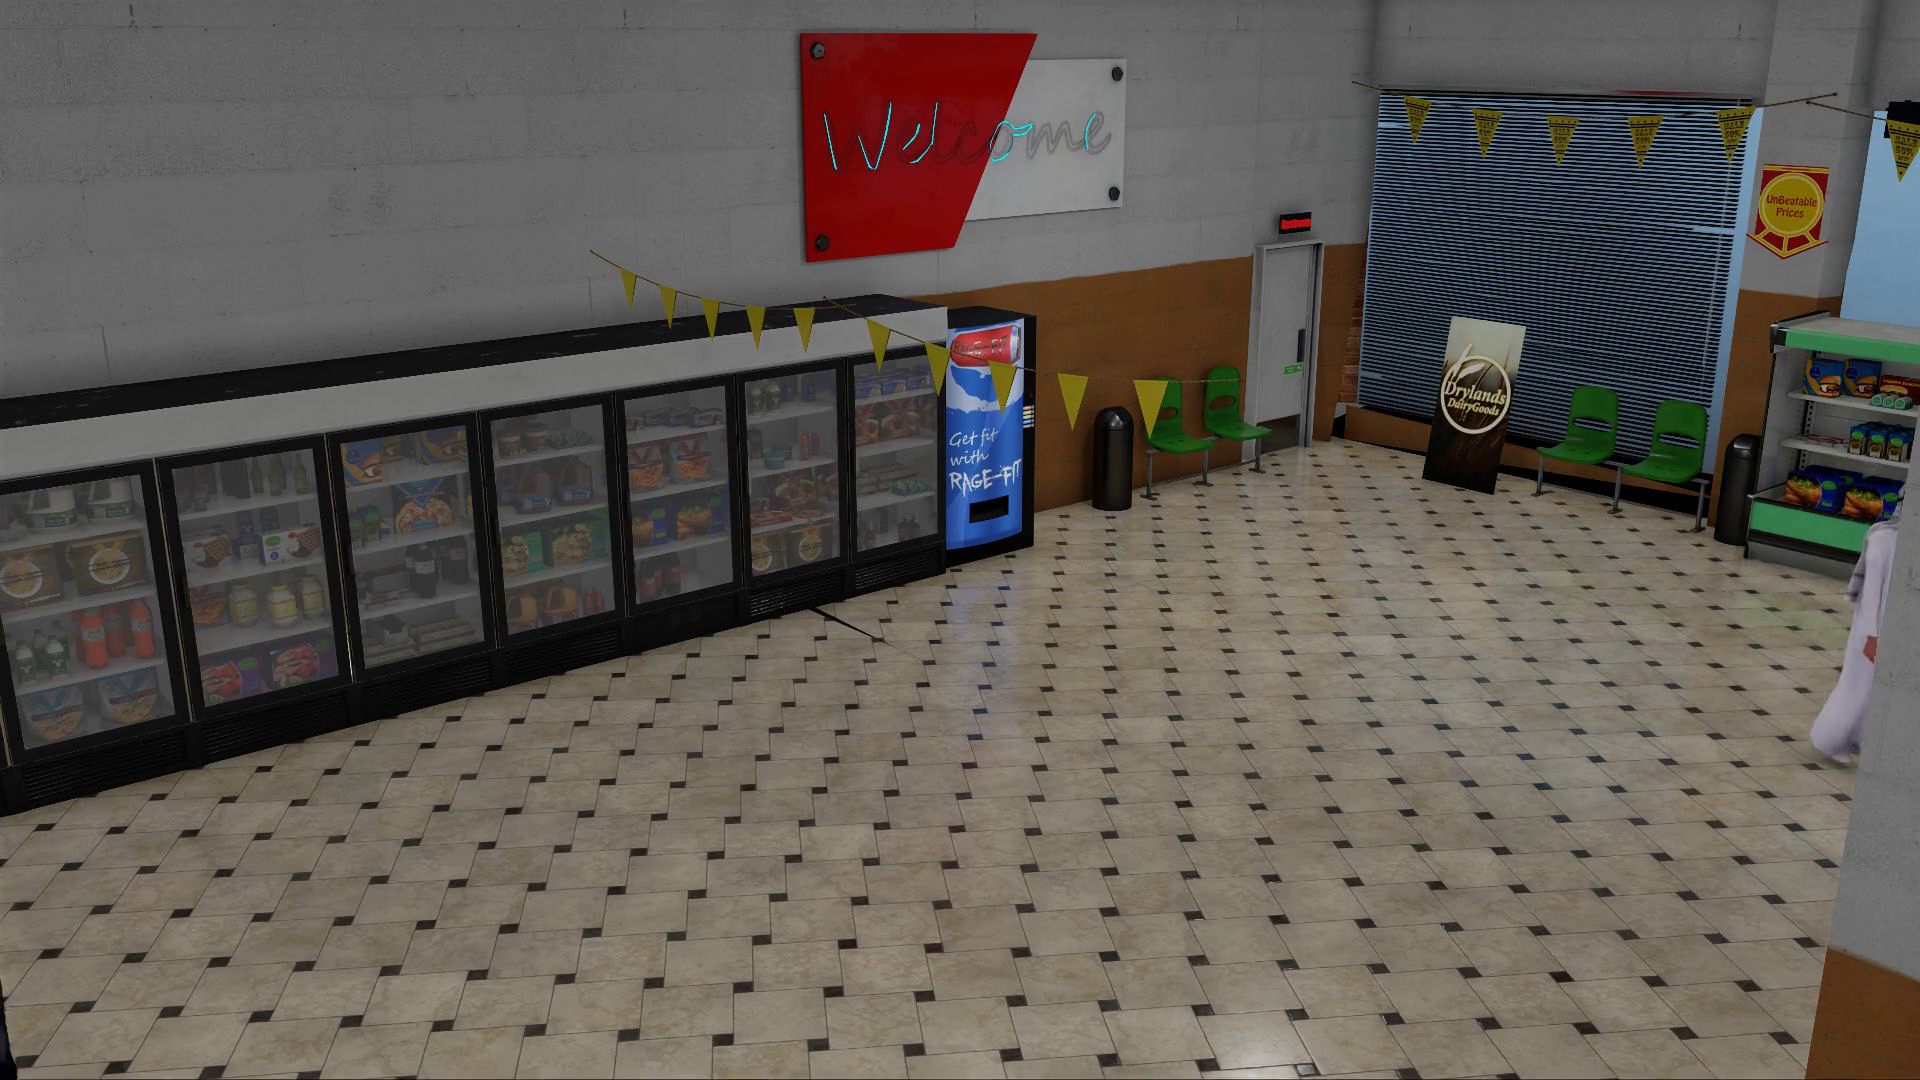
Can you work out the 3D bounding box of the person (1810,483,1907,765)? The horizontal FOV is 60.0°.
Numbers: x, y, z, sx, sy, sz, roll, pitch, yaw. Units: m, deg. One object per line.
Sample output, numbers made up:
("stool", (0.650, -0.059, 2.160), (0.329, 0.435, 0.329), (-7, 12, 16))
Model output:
("person", (5.606, 0.554, 10.164), (1.132, 1.874, 1.360), (-3, 17, -10))
